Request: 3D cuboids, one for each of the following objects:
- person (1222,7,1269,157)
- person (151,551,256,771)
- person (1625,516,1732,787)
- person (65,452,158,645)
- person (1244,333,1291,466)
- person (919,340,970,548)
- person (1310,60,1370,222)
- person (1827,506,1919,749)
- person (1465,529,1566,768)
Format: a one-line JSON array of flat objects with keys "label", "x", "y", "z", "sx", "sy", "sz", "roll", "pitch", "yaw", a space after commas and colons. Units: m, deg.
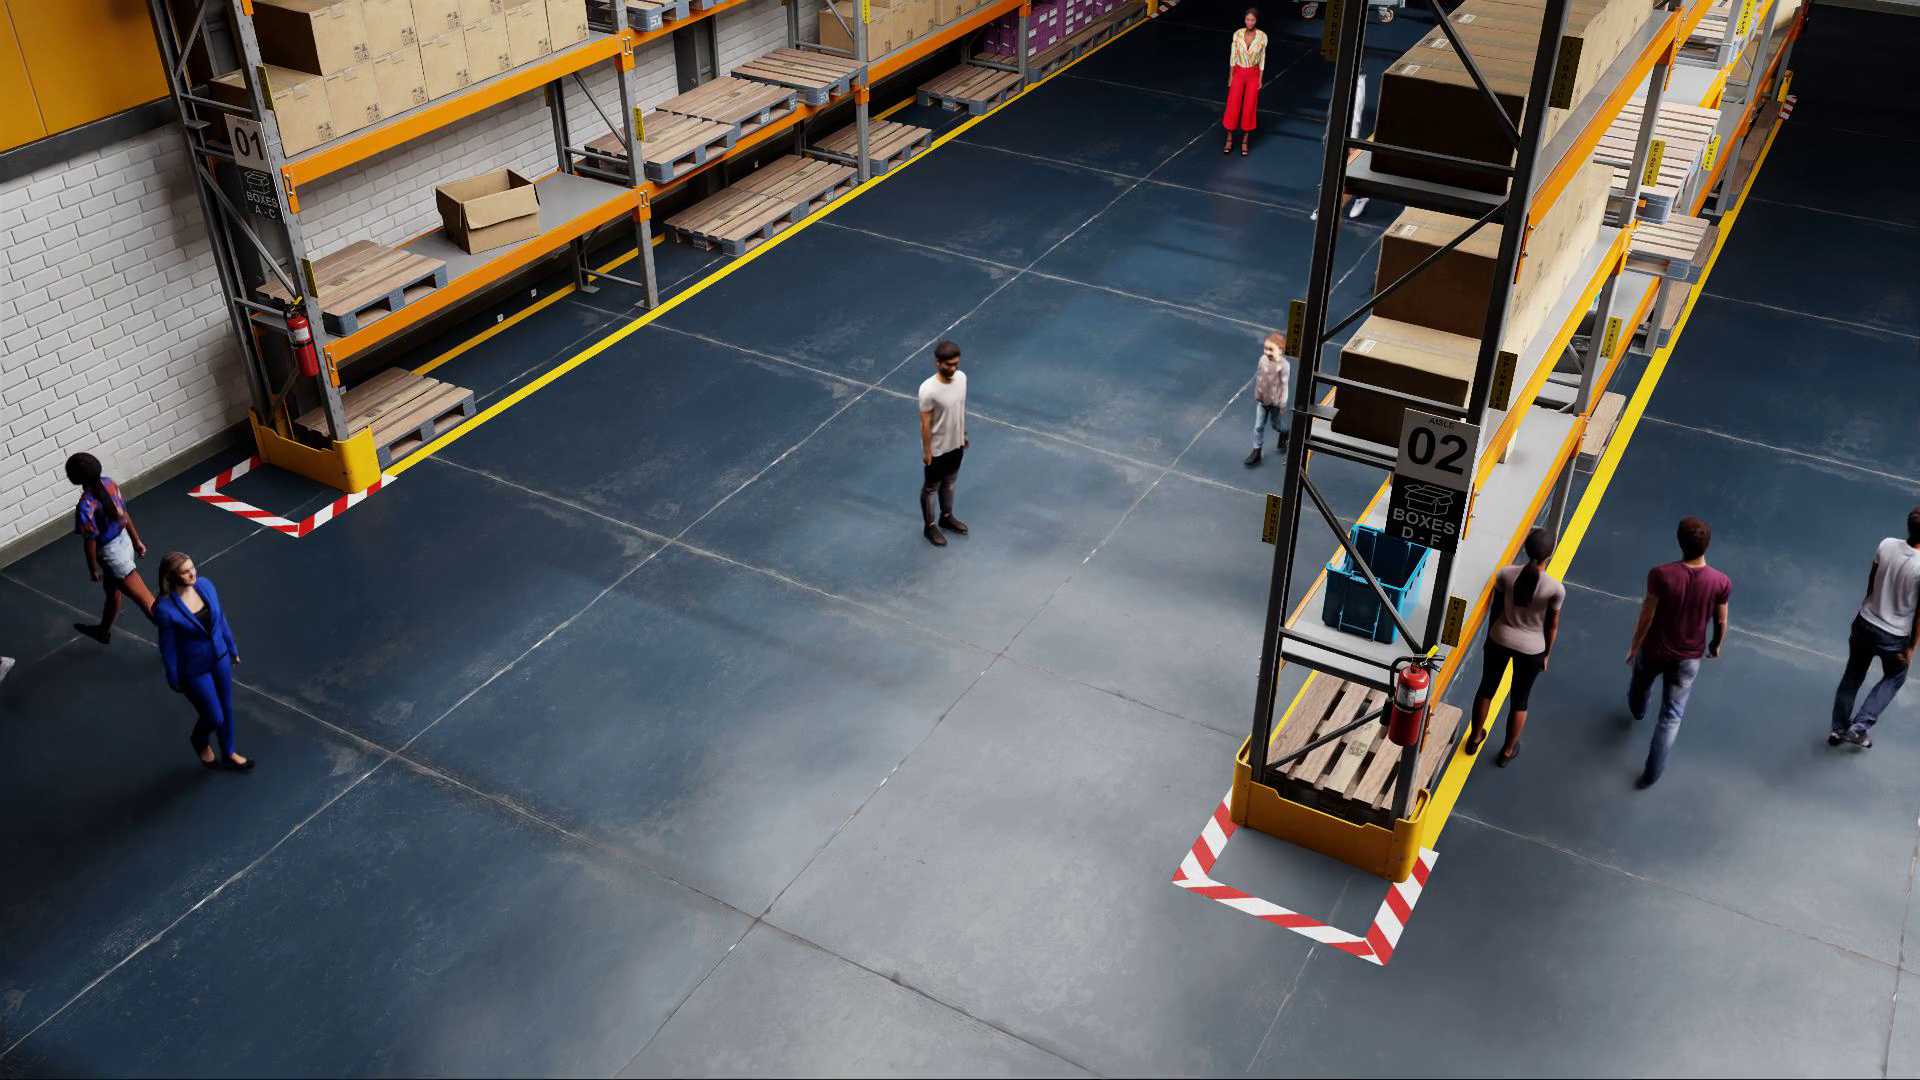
[{"label": "person", "x": 3.448, "y": -5.528, "z": 20.062, "sx": 0.670, "sy": 1.791, "sz": 0.653, "roll": 6, "pitch": 34, "yaw": 8}, {"label": "person", "x": -4.928, "y": 0.785, "z": 10.655, "sx": 0.719, "sy": 1.690, "sz": 0.599, "roll": 15, "pitch": 36, "yaw": 21}, {"label": "person", "x": 4.529, "y": 0.763, "z": 10.596, "sx": 0.820, "sy": 1.792, "sz": 1.183, "roll": 13, "pitch": 36, "yaw": 19}, {"label": "person", "x": -5.784, "y": 0.163, "z": 11.591, "sx": 0.988, "sy": 1.689, "sz": 1.158, "roll": 4, "pitch": 34, "yaw": 6}, {"label": "person", "x": 2.674, "y": -1.216, "z": 14.126, "sx": 0.584, "sy": 1.180, "sz": 0.834, "roll": 26, "pitch": 42, "yaw": 34}, {"label": "person", "x": -0.134, "y": -0.787, "z": 12.995, "sx": 0.733, "sy": 1.718, "sz": 0.550, "roll": 28, "pitch": 43, "yaw": 35}, {"label": "person", "x": 4.287, "y": -4.410, "z": 18.270, "sx": 1.032, "sy": 1.912, "sz": 0.966, "roll": -9, "pitch": 35, "yaw": -14}, {"label": "person", "x": 5.926, "y": 0.610, "z": 10.768, "sx": 0.757, "sy": 1.856, "sz": 0.716, "roll": -20, "pitch": 39, "yaw": -28}, {"label": "person", "x": 3.581, "y": 0.694, "z": 10.743, "sx": 0.578, "sy": 1.744, "sz": 0.515, "roll": 18, "pitch": 37, "yaw": 24}]
